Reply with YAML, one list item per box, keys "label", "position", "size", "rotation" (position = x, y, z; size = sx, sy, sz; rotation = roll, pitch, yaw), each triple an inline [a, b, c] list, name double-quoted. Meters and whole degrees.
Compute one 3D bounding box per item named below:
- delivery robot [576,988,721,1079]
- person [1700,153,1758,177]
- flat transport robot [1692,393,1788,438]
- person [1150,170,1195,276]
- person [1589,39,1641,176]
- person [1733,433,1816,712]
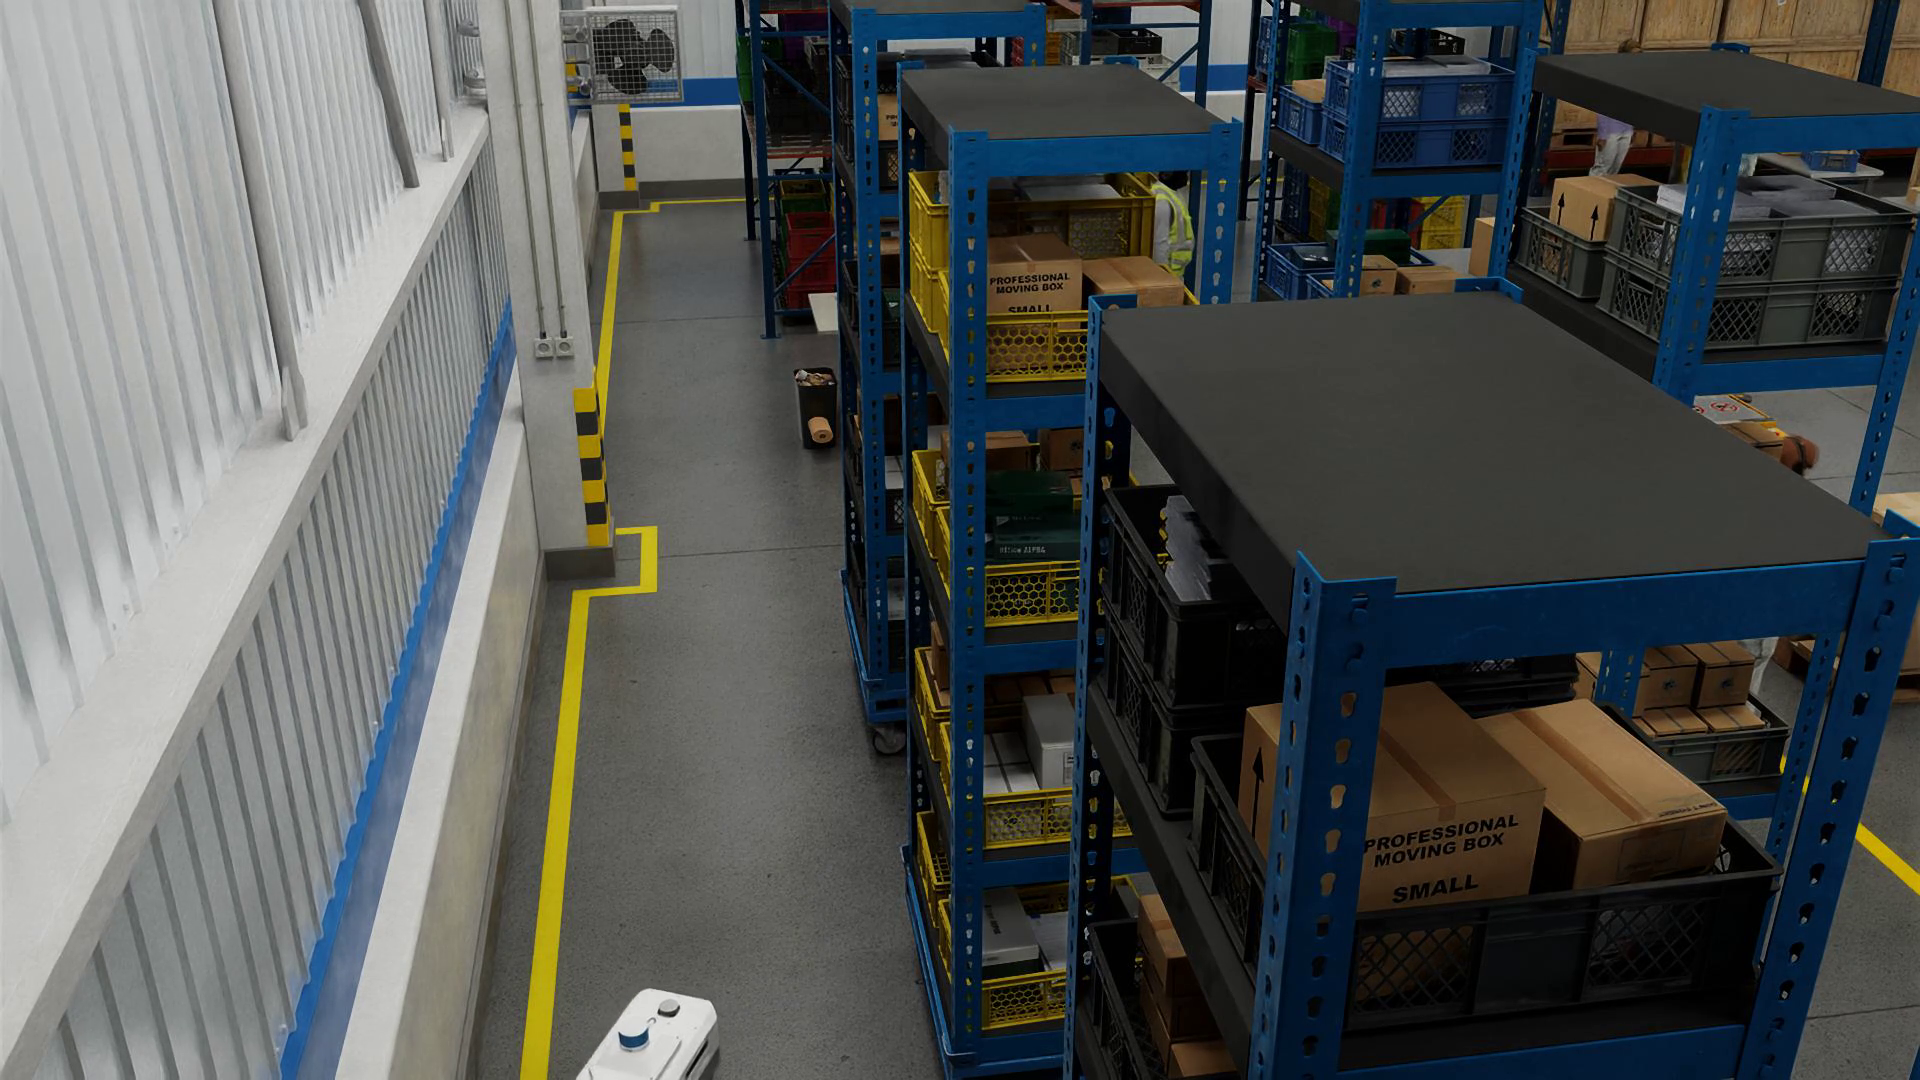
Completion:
- label: "delivery robot"
  position: [-1.111, 1.870, 5.756]
  size: [0.477, 0.478, 0.707]
  rotation: [7, 26, 15]
- label: "person"
  position: [7.213, -3.392, 15.744]
  size: [0.620, 1.865, 0.399]
  rotation: [0, 25, 0]
- label: "flat transport robot"
  position: [5.224, -0.859, 12.132]
  size: [1.431, 0.197, 0.652]
  rotation: [-4, 25, -8]
- label: "person"
  position: [1.611, -2.127, 13.032]
  size: [0.430, 1.837, 0.624]
  rotation: [5, 25, 11]
- label: "person"
  position: [6.980, -4.335, 17.710]
  size: [0.630, 1.940, 0.372]
  rotation: [-18, 30, -35]
- label: "person"
  position: [3.848, 0.266, 8.073]
  size: [0.313, 1.632, 0.515]
  rotation: [-6, 25, -13]
